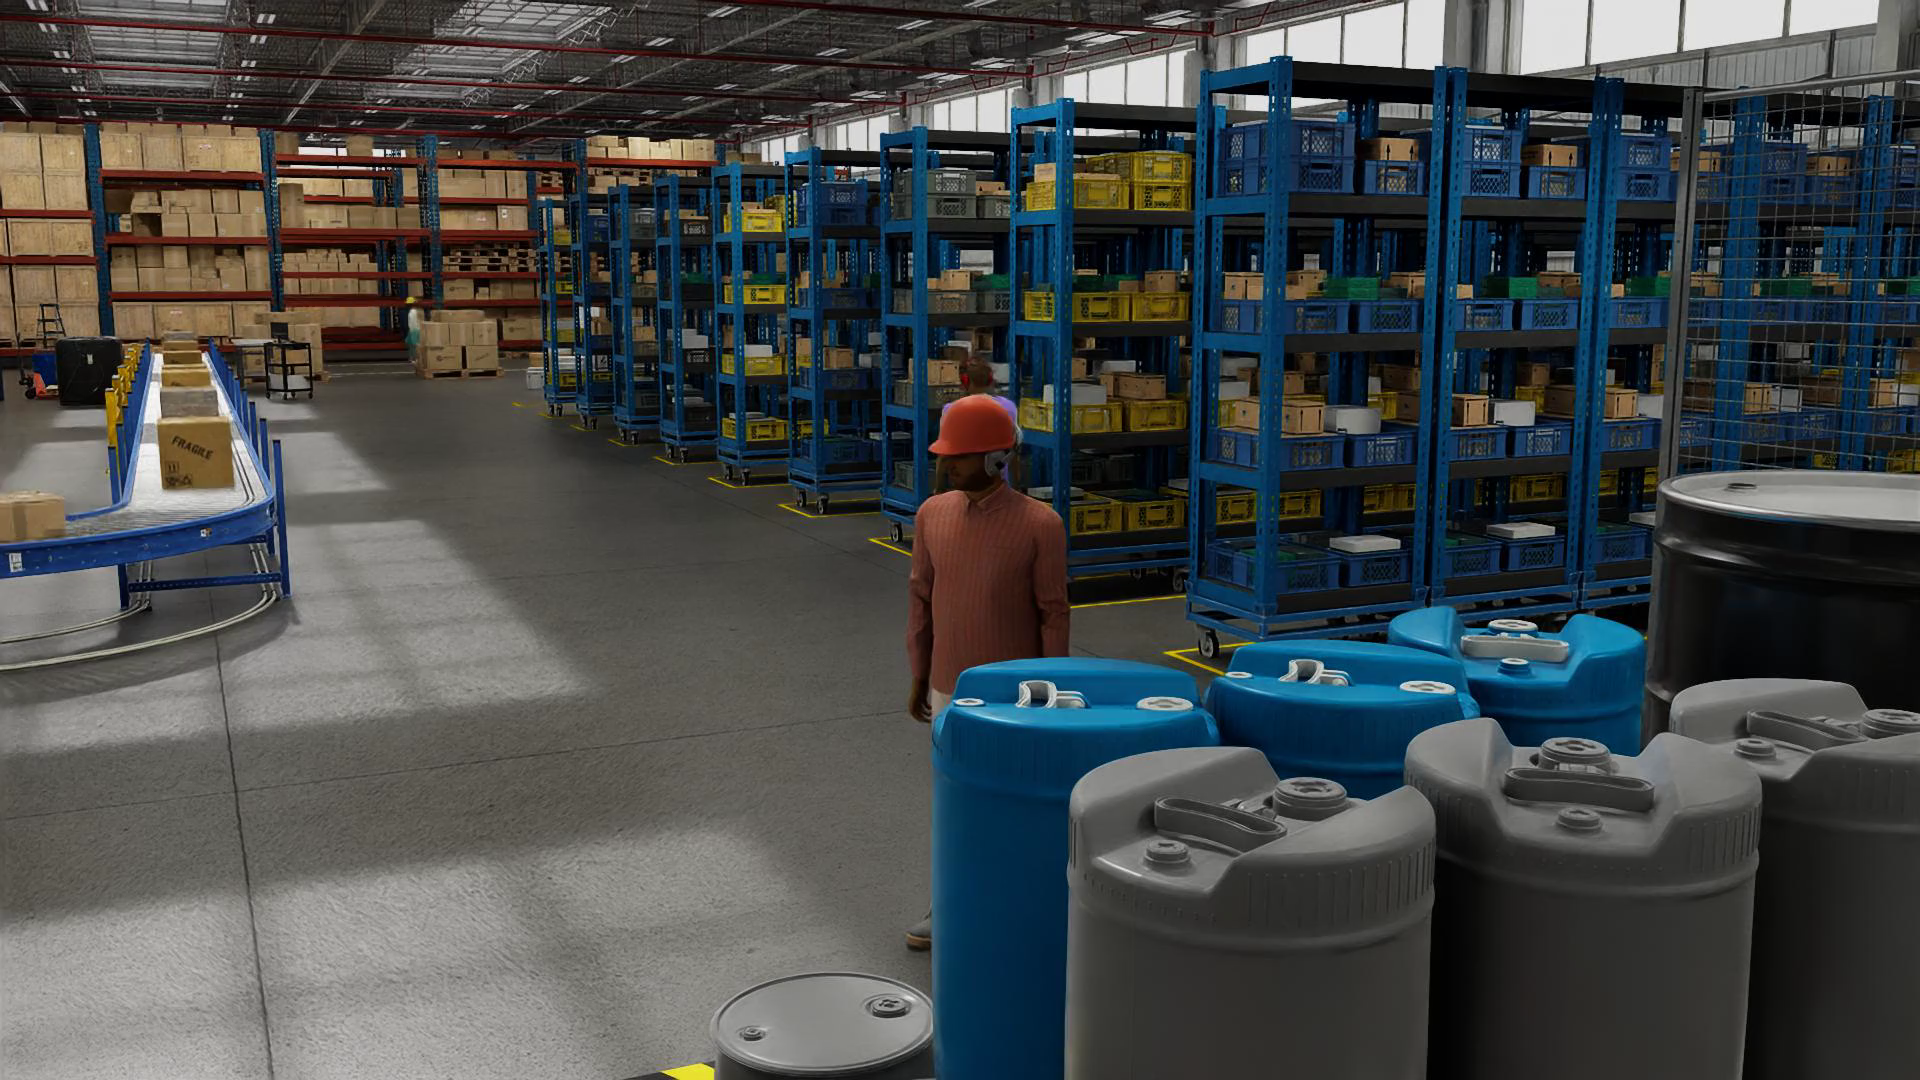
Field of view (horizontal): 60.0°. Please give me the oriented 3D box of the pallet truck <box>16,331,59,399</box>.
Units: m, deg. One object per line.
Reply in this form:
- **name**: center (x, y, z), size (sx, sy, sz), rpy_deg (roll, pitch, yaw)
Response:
- **pallet truck**: center (-17.082, -3.353, 31.781), size (1.630, 1.274, 0.653), rpy_deg (-4, 10, -25)

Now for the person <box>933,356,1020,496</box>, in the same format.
- **person**: center (0.081, -0.367, 11.616), size (0.589, 1.818, 0.712), rpy_deg (-4, 10, -26)

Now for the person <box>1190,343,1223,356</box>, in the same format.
- **person**: center (3.445, -2.242, 23.236), size (0.602, 1.830, 0.404), rpy_deg (5, 11, 30)

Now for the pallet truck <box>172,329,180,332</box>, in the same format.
- **pallet truck**: center (-17.275, -3.851, 35.096), size (1.601, 1.201, 0.680), rpy_deg (0, 9, 1)

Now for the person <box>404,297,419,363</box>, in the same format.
- **person**: center (-14.592, -5.574, 44.176), size (0.536, 1.748, 0.550), rpy_deg (-4, 10, -25)

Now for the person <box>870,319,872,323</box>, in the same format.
- **person**: center (-2.799, -6.444, 48.850), size (0.643, 1.974, 0.674), rpy_deg (6, 11, 32)

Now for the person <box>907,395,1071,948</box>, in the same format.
- **person**: center (0.078, 0.490, 5.800), size (0.616, 1.989, 0.394), rpy_deg (5, 11, 31)
